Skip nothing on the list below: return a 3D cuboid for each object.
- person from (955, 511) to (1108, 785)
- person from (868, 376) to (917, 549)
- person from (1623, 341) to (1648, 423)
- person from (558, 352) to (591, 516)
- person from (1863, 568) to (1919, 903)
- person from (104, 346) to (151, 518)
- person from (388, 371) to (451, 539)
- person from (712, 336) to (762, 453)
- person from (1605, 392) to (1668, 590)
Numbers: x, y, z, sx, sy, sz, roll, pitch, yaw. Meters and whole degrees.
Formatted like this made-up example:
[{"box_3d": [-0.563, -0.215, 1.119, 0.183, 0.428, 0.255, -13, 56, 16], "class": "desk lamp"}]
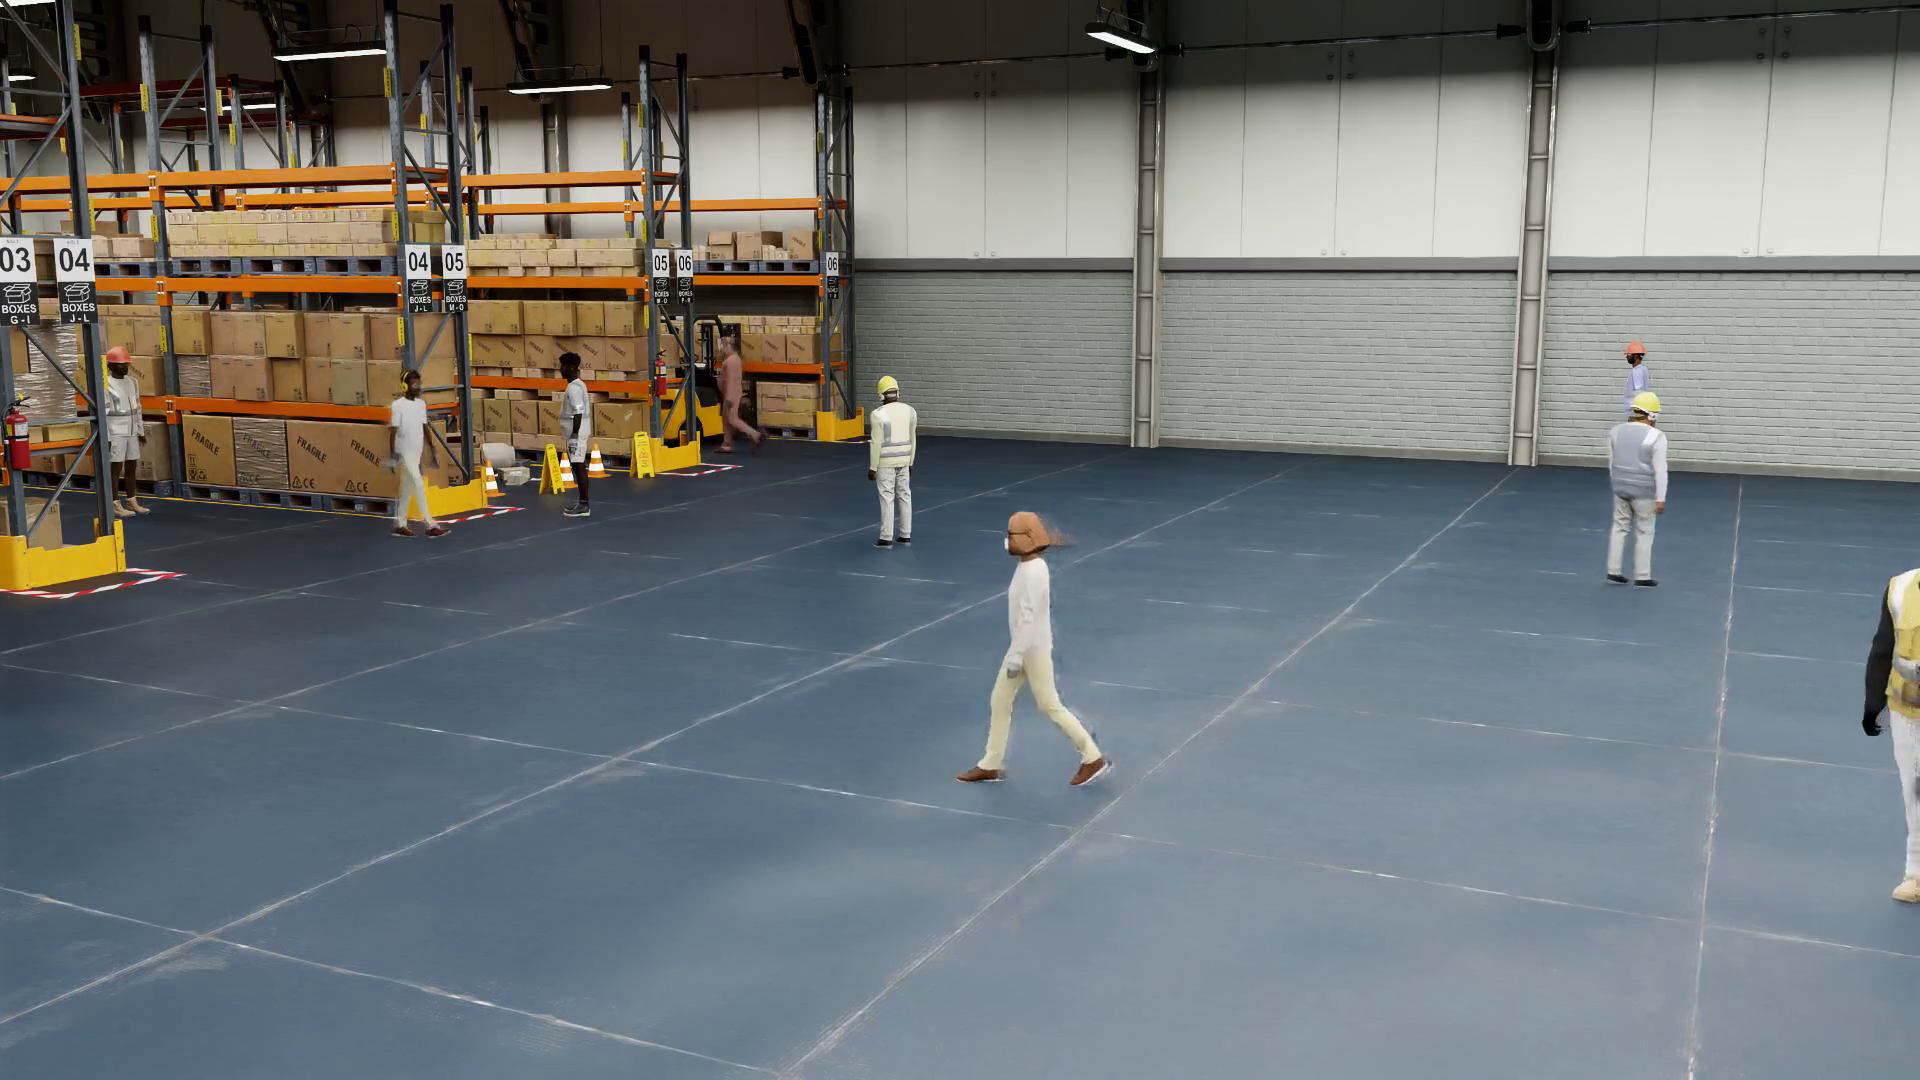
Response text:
[{"box_3d": [0.436, 0.622, 9.462, 0.839, 1.593, 0.502, -1, 9, -9], "class": "person"}, {"box_3d": [-0.732, -0.819, 17.605, 0.587, 1.822, 0.403, -8, 12, -39], "class": "person"}, {"box_3d": [9.467, -1.823, 23.405, 0.372, 1.934, 0.551, 5, 10, 27], "class": "person"}, {"box_3d": [-4.607, -1.265, 19.895, 0.361, 1.963, 0.613, -1, 9, -8], "class": "person"}, {"box_3d": [4.493, 0.799, 7.661, 0.480, 1.828, 0.658, -5, 11, -30], "class": "person"}, {"box_3d": [-9.944, -1.280, 19.787, 0.404, 2.038, 0.604, 3, 10, 16], "class": "person"}, {"box_3d": [-5.882, -0.921, 18.177, 0.886, 1.833, 0.559, 3, 10, 18], "class": "person"}, {"box_3d": [-3.576, -2.307, 26.537, 0.731, 1.885, 0.652, -1, 9, -4], "class": "person"}, {"box_3d": [6.240, -0.450, 15.325, 0.406, 1.823, 0.613, -6, 11, -32], "class": "person"}]
